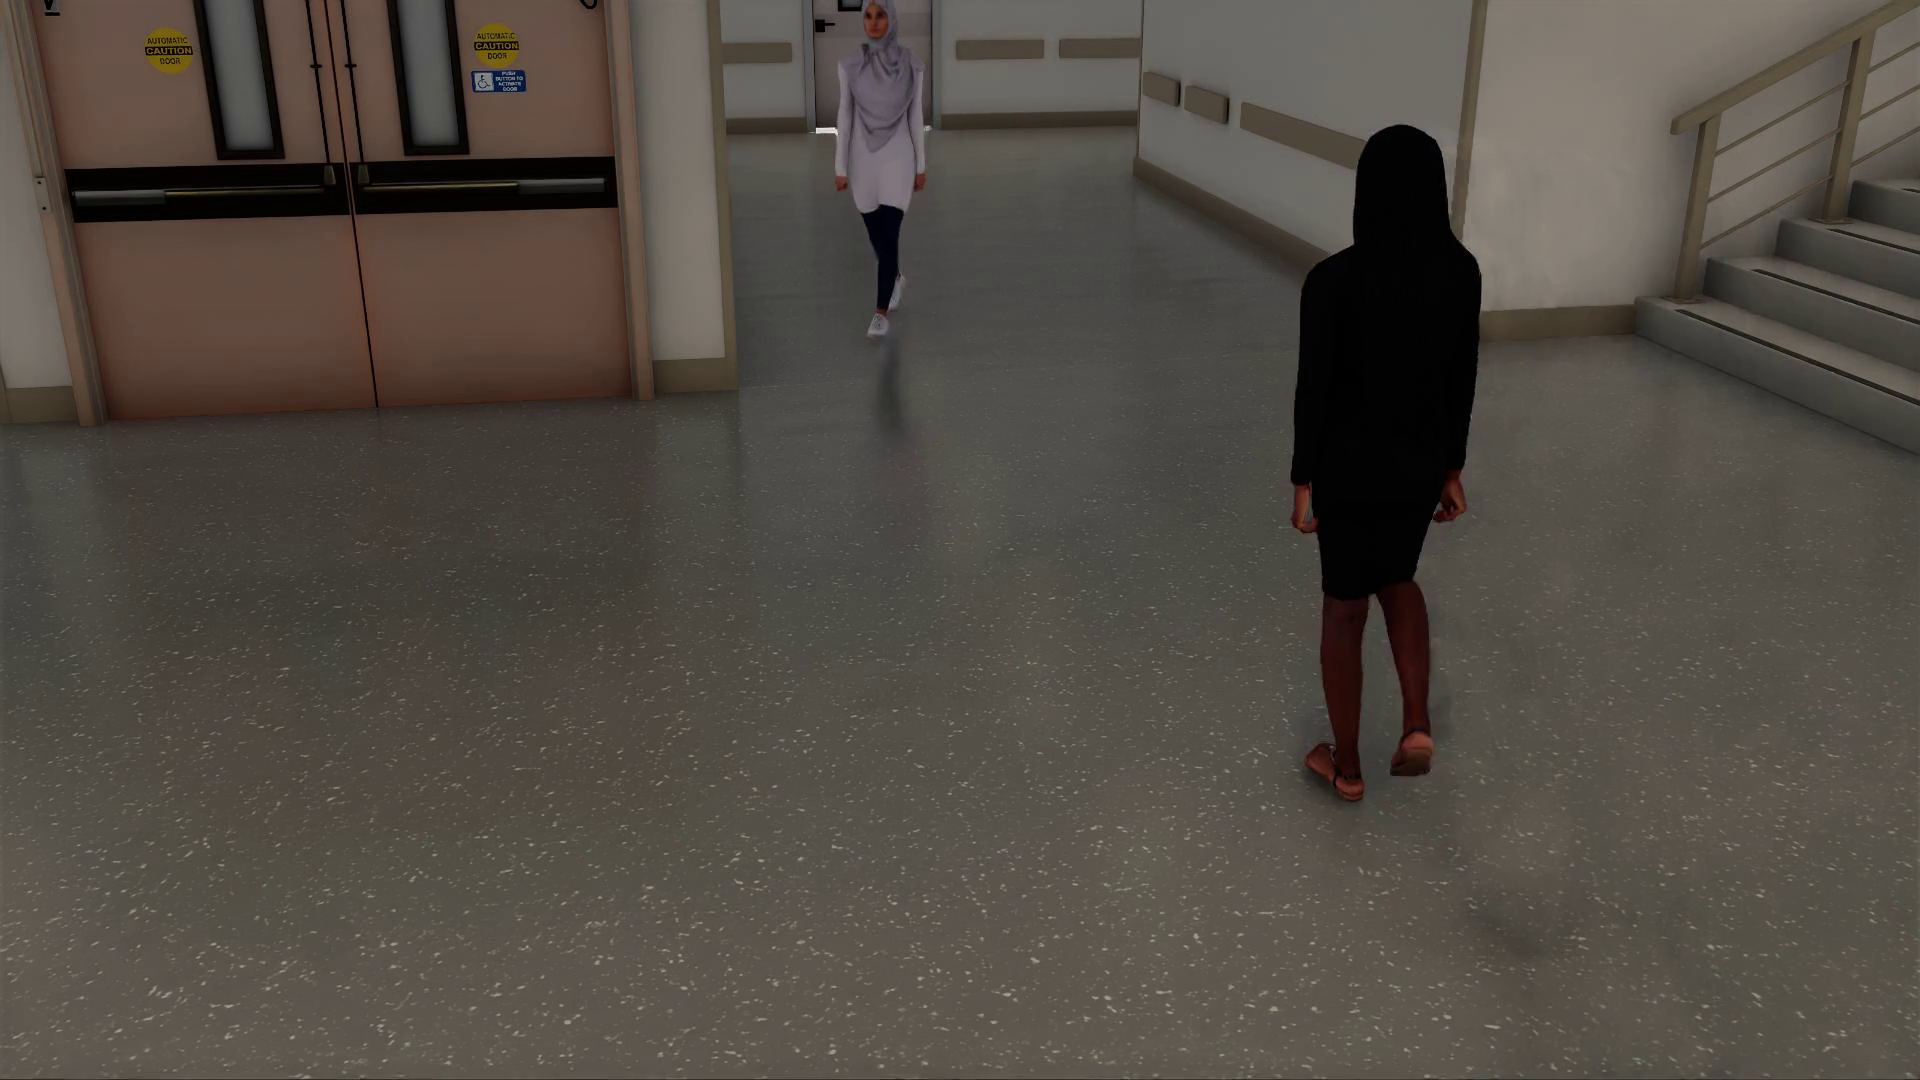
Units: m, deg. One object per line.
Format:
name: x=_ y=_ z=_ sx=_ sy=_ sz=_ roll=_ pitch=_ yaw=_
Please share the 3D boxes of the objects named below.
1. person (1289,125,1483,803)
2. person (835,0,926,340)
person: x=1.053 y=-0.112 z=4.014 sx=0.648 sy=1.708 sz=0.720 roll=-5 pitch=21 yaw=-14
person: x=-0.399 y=-1.996 z=8.941 sx=1.133 sy=1.741 sz=0.938 roll=4 pitch=21 yaw=11
